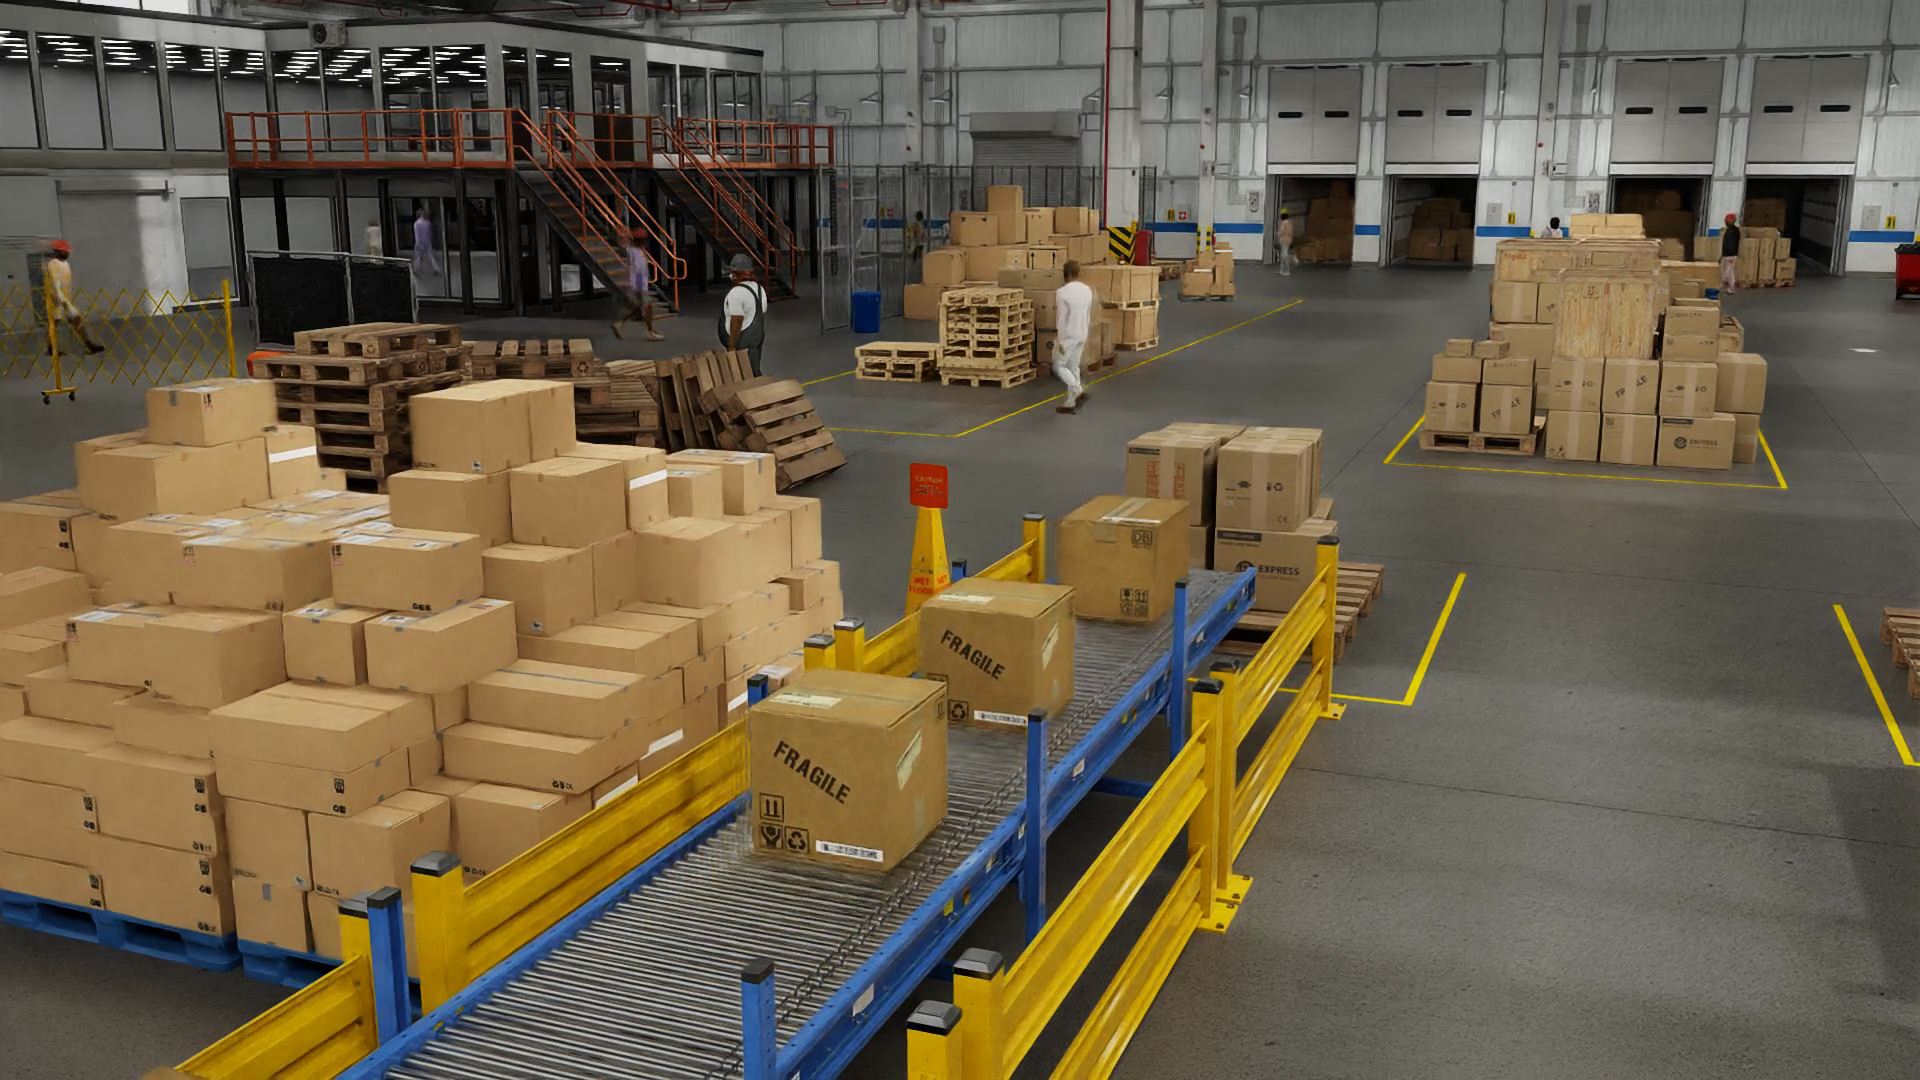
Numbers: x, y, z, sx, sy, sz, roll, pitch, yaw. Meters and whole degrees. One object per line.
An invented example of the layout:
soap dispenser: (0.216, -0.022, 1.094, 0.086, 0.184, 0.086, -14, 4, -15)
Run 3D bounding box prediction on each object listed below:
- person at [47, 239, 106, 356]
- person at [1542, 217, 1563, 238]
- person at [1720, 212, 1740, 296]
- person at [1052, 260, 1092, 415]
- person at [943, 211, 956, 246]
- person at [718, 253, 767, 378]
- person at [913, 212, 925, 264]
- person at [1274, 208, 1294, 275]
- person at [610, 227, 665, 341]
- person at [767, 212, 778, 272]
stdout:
person: (-14.482, -3.921, 27.004, 0.988, 1.884, 0.550, 1, 13, 6)
person: (14.776, -7.116, 41.458, 0.626, 1.844, 0.429, -7, 14, -28)
person: (18.462, -6.856, 39.940, 0.388, 1.991, 0.625, -1, 13, -4)
person: (1.409, -2.481, 20.476, 0.634, 1.922, 0.531, -12, 17, -42)
person: (-0.176, -8.013, 45.332, 0.565, 1.900, 0.878, -1, 13, -4)
person: (-2.592, -2.351, 19.629, 0.537, 2.000, 0.682, 5, 13, 20)
person: (-1.270, -9.646, 53.172, 0.553, 1.672, 0.550, 1, 13, 5)
person: (9.270, -8.598, 47.954, 0.610, 1.900, 0.786, -10, 16, -39)
person: (-5.709, -4.502, 29.340, 0.857, 2.024, 0.613, -5, 14, -22)
person: (-5.616, -8.574, 48.093, 0.716, 1.821, 0.452, -4, 13, -16)
